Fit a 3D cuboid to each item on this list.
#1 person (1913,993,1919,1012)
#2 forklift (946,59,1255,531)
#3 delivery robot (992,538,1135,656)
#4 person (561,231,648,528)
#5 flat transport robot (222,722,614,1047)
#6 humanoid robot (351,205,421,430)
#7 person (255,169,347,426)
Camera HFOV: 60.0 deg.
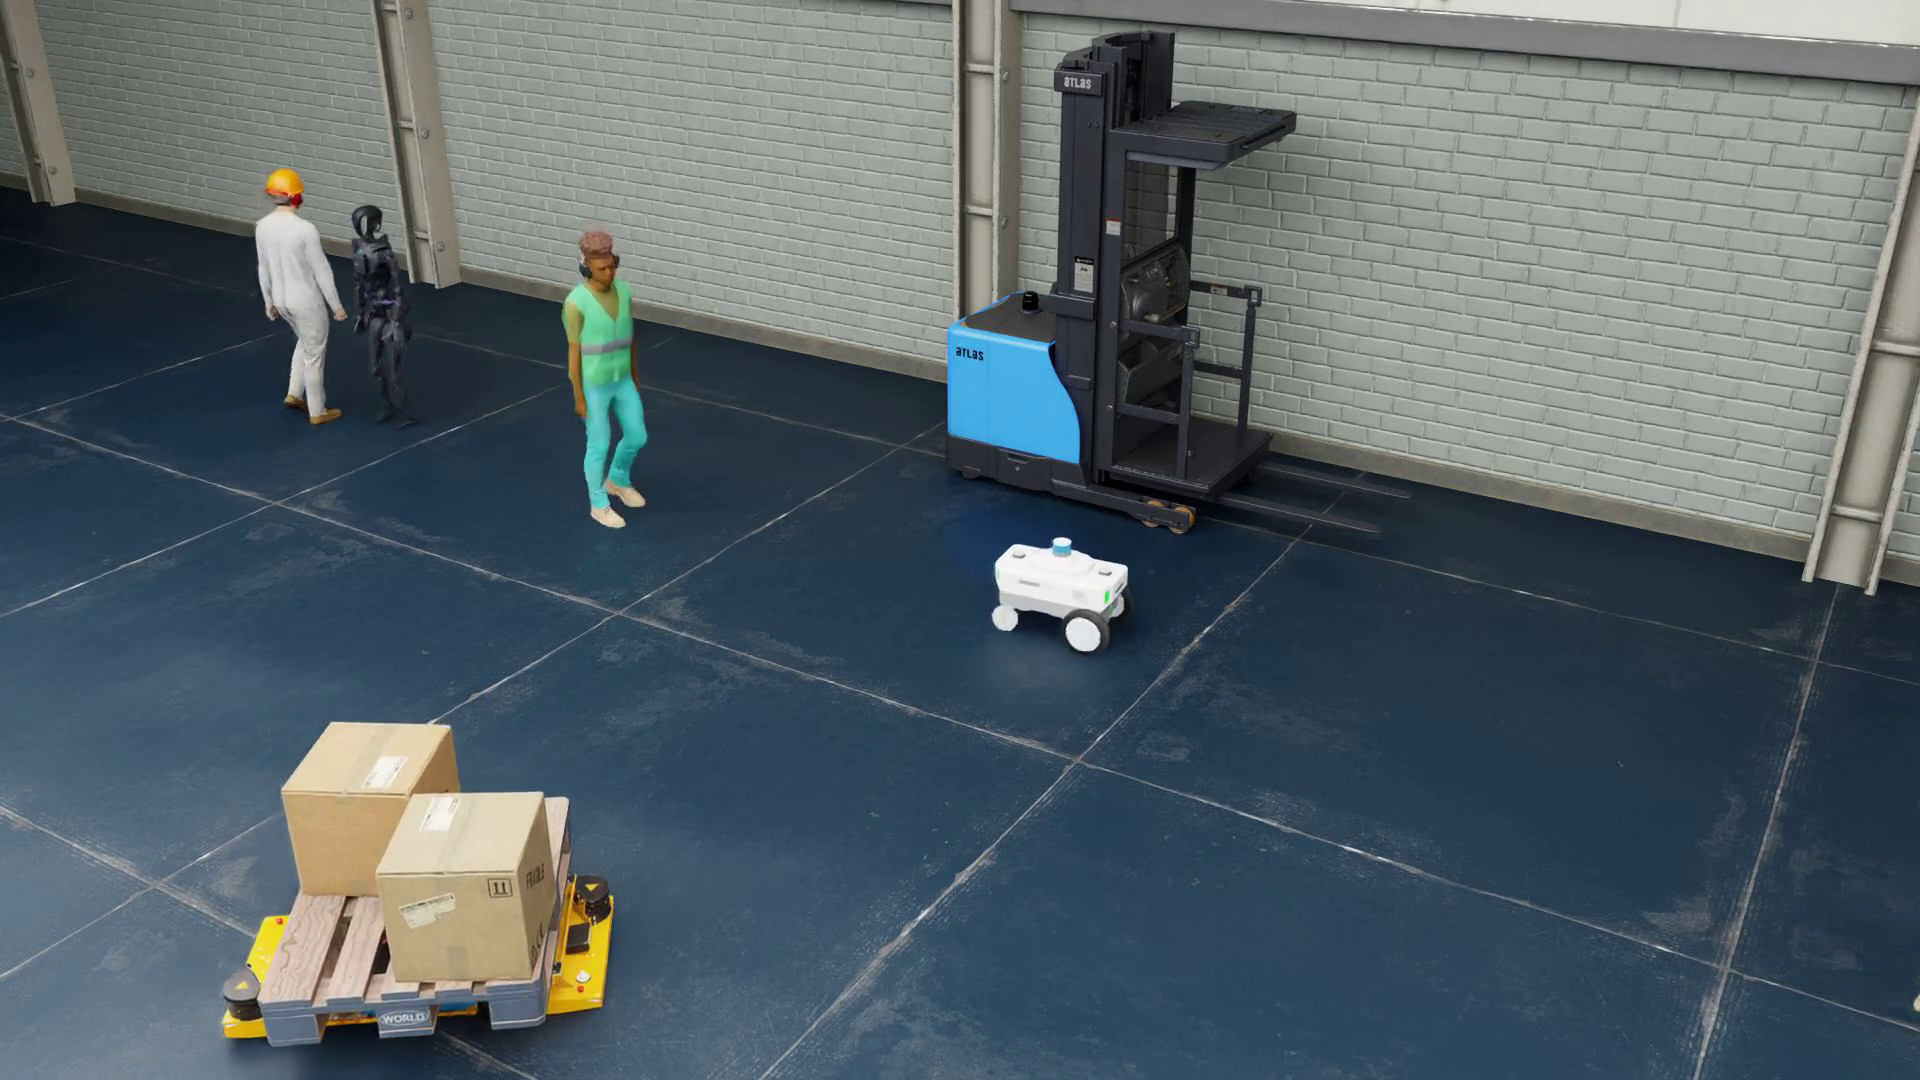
[{"bbox_3d":[4.000,1.153,6.098,0.608,1.745,0.546,14,29,27],"label":"person"},{"bbox_3d":[0.933,-1.707,10.833,1.873,2.768,1.129,15,29,28],"label":"forklift"},{"bbox_3d":[0.582,0.285,9.335,0.807,0.606,0.499,11,28,22],"label":"delivery robot"},{"bbox_3d":[-2.240,-1.007,10.440,0.508,1.953,0.545,21,32,37],"label":"person"},{"bbox_3d":[-2.152,1.671,6.723,1.431,0.231,0.659,-3,25,-6],"label":"flat transport robot"},{"bbox_3d":[-4.180,-1.612,12.023,0.599,1.646,0.331,19,31,35],"label":"humanoid robot"},{"bbox_3d":[-4.775,-1.752,12.085,0.552,1.878,0.435,12,28,23],"label":"person"}]
